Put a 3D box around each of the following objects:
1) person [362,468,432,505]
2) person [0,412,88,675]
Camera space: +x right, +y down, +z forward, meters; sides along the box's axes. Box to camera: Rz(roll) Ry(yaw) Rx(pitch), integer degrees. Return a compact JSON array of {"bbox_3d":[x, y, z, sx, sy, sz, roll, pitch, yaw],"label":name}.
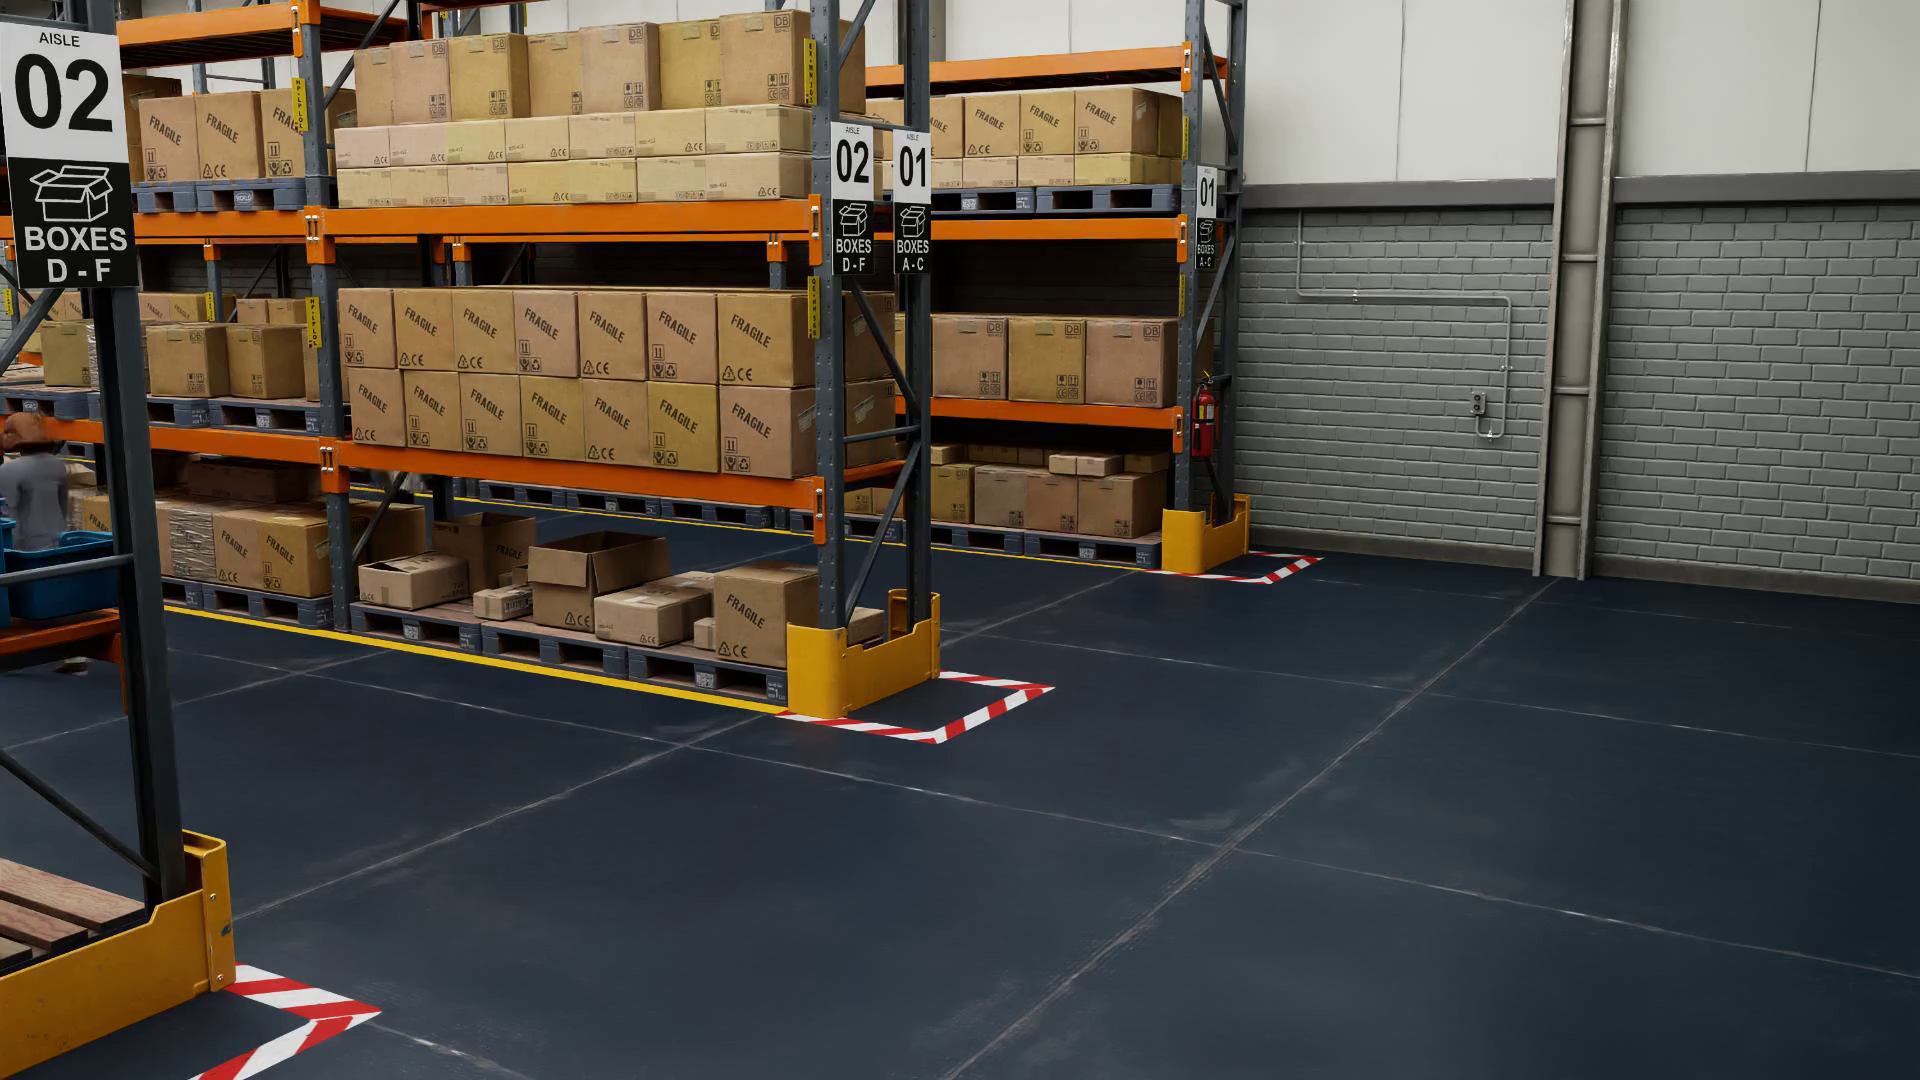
[{"bbox_3d":[-4.400,-0.677,13.186,0.629,1.939,0.630,6,12,33],"label":"person"},{"bbox_3d":[-5.641,0.033,10.038,0.765,1.599,0.528,3,10,17],"label":"person"}]
